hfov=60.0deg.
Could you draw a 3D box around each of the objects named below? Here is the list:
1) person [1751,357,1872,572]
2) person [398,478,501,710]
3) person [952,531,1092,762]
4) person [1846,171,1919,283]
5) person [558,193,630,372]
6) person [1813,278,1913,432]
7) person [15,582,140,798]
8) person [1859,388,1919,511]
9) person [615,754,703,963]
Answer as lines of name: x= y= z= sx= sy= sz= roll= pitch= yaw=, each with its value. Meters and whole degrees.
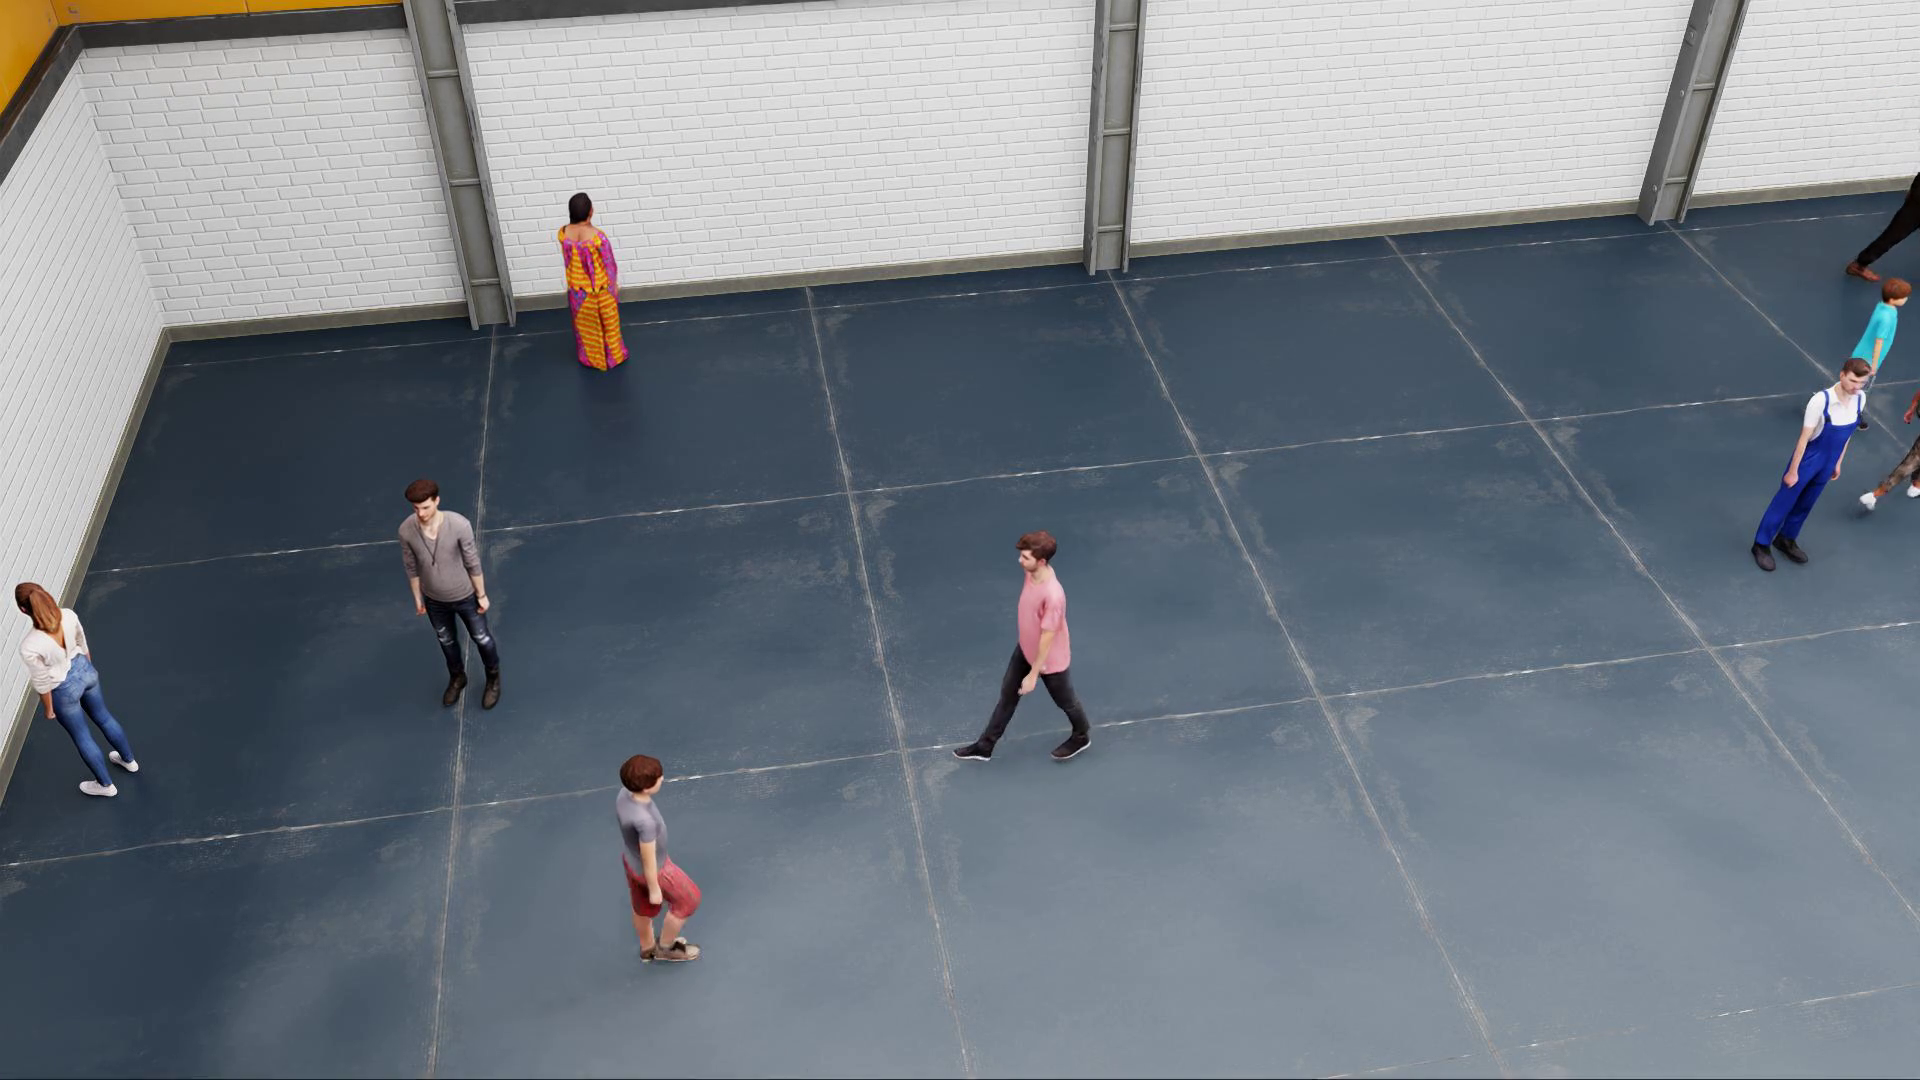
person: x=6.446 y=-0.605 z=12.529 sx=0.521 sy=1.848 sz=0.700 roll=-10 pitch=40 yaw=-12
person: x=-3.448 y=0.343 z=11.300 sx=0.552 sy=1.900 sz=0.754 roll=-1 pitch=39 yaw=-2
person: x=0.641 y=0.728 z=10.810 sx=1.261 sy=1.910 sz=0.878 roll=-17 pitch=42 yaw=-20
person: x=9.098 y=-3.232 z=15.813 sx=1.368 sy=1.855 sz=1.128 roll=13 pitch=40 yaw=15
person: x=-3.290 y=-2.332 z=14.825 sx=0.753 sy=1.681 sz=0.854 roll=10 pitch=40 yaw=13
person: x=7.645 y=-1.589 z=14.091 sx=0.815 sy=1.437 sz=0.714 roll=13 pitch=40 yaw=15
person: x=-5.705 y=0.945 z=10.691 sx=0.686 sy=1.720 sz=0.688 roll=11 pitch=40 yaw=14
person: x=7.610 y=-0.932 z=13.085 sx=1.173 sy=1.665 sz=0.769 roll=-17 pitch=42 yaw=-20
person: x=-1.866 y=1.893 z=9.567 sx=0.703 sy=1.641 sz=0.685 roll=-16 pitch=41 yaw=-19
